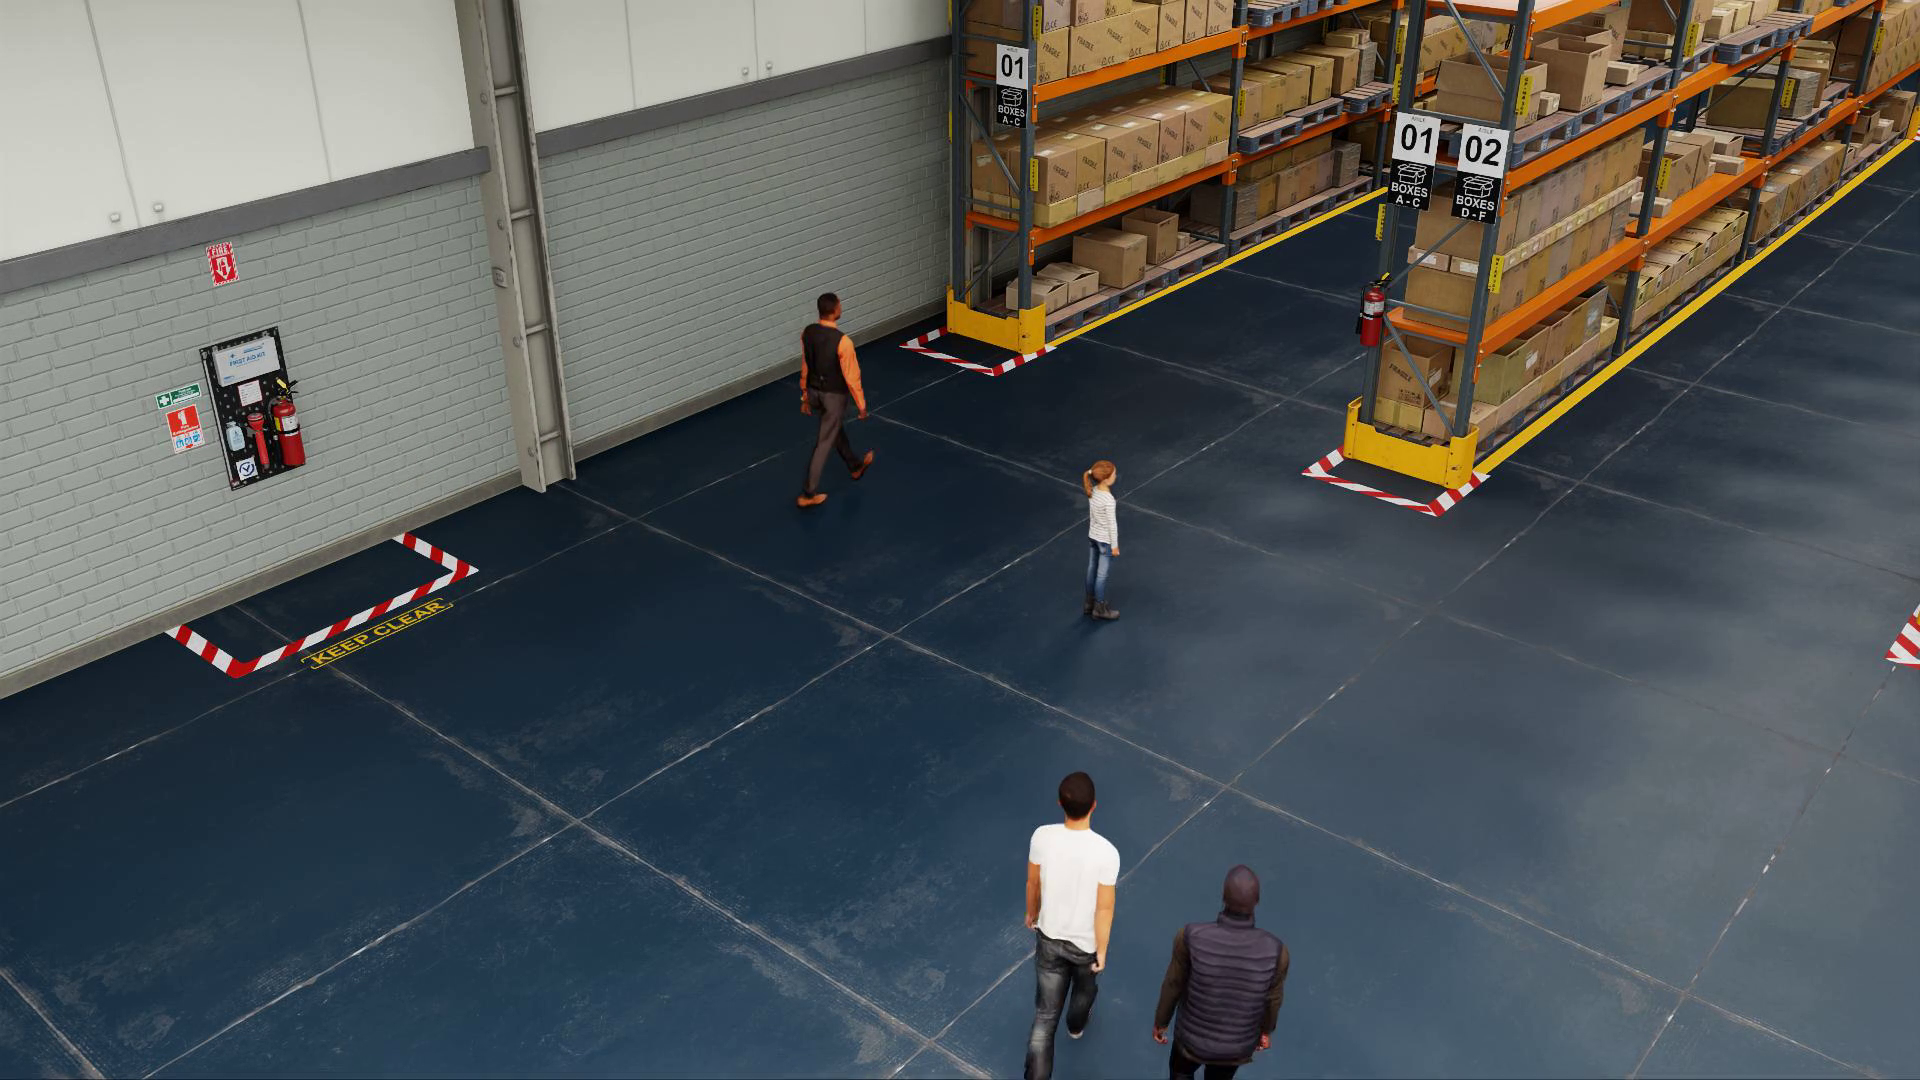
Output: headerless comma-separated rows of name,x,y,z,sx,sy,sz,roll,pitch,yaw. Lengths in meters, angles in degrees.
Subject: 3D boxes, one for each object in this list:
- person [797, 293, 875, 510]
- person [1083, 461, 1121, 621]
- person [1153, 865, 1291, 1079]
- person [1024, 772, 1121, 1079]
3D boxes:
person,-1.186,-1.148,14.256,0.704,1.853,1.237,21,35,34
person,1.074,-0.004,12.679,0.591,1.316,0.546,-13,31,-23
person,1.182,2.357,7.714,0.944,1.817,0.997,2,28,4
person,0.527,2.074,8.330,0.970,1.737,1.291,9,29,17
